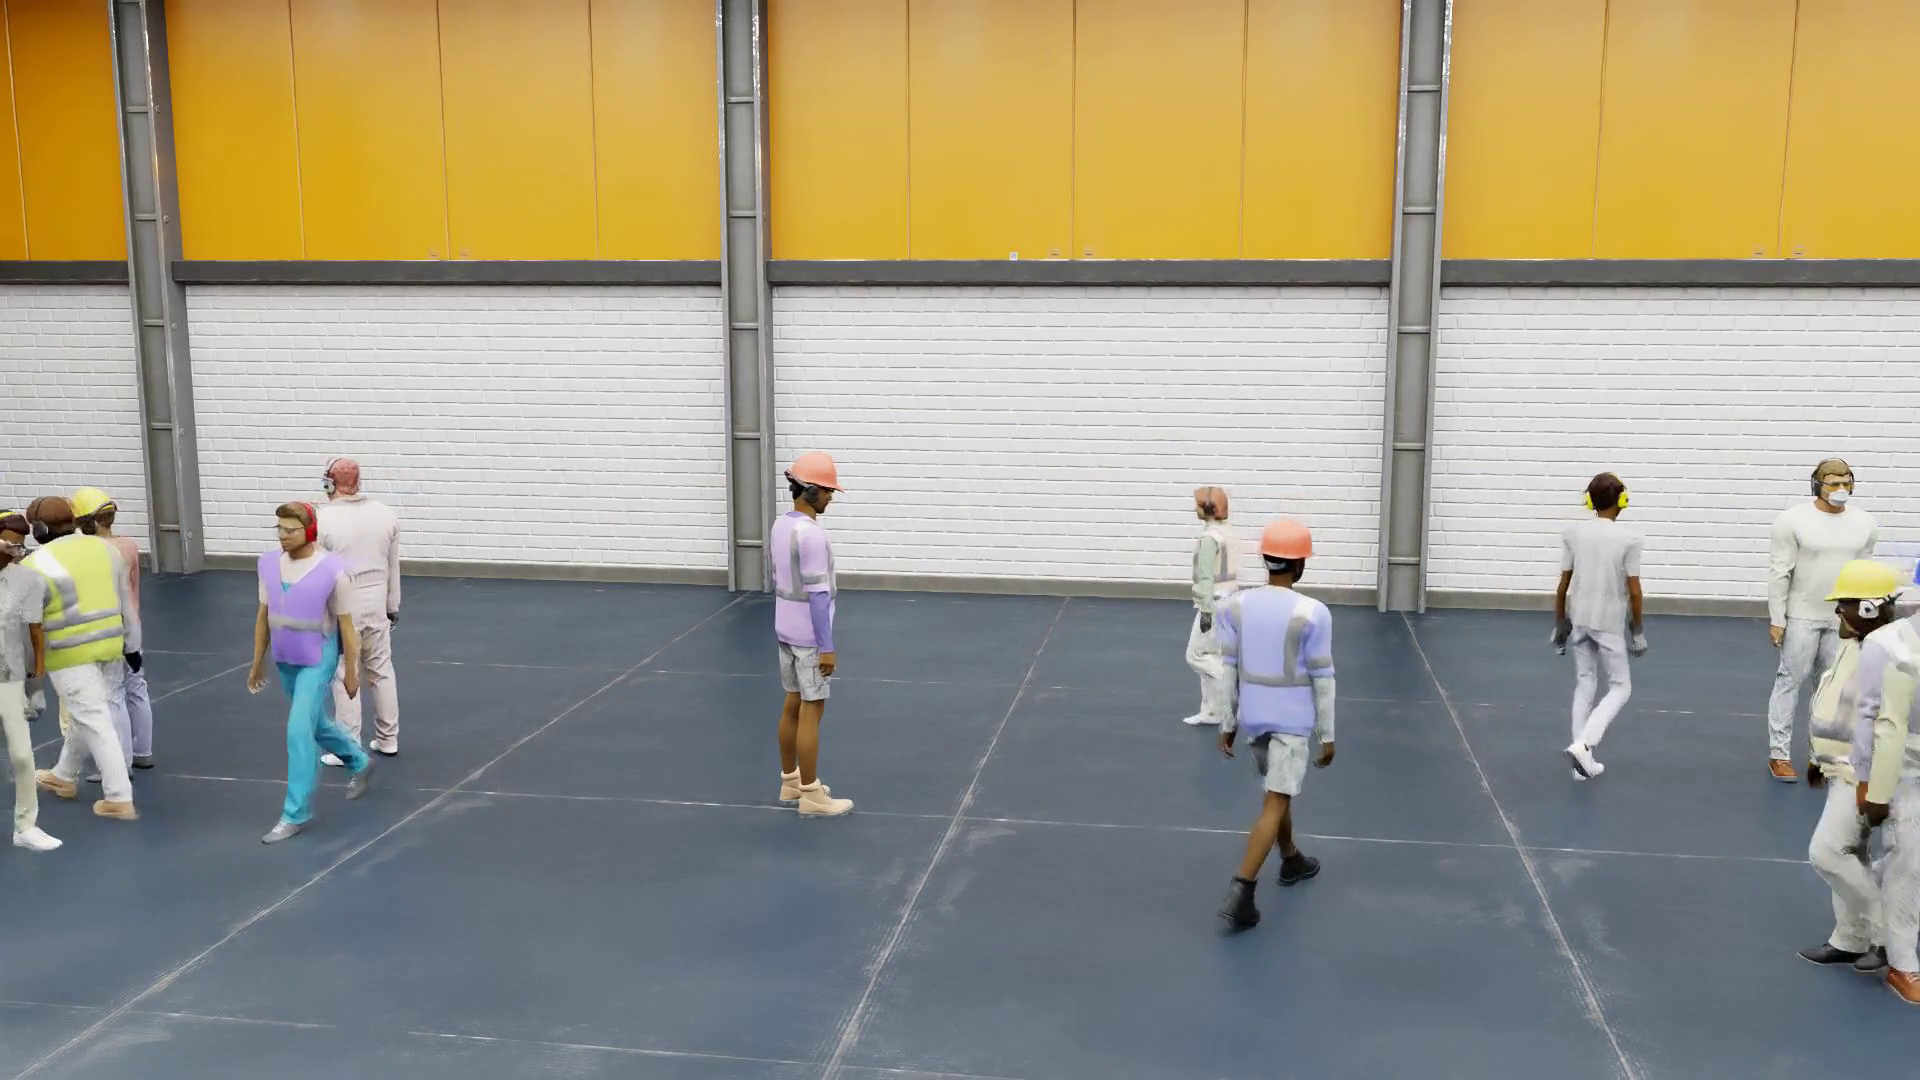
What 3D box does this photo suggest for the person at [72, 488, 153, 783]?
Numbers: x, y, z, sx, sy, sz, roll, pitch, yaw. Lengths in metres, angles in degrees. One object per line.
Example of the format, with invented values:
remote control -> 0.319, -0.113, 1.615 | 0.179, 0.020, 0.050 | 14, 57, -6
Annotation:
person -> -5.073, 0.563, 9.899 | 0.327, 1.760, 0.523 | 1, 9, 5

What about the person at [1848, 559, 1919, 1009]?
person -> 4.025, 0.941, 7.054 | 0.623, 1.924, 0.739 | -1, 9, -6

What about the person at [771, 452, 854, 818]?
person -> -0.830, 0.524, 9.288 | 0.391, 2.034, 0.605 | -4, 10, -26

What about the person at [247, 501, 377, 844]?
person -> -3.550, 0.661, 9.142 | 0.577, 1.815, 0.918 | 4, 10, 25

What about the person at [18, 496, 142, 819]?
person -> -4.996, 0.649, 9.241 | 0.920, 1.793, 0.655 | 3, 10, 17

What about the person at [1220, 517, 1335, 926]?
person -> 1.494, 0.830, 7.869 | 0.553, 1.890, 1.016 | 9, 13, 43

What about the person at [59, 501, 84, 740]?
person -> -5.463, 0.540, 10.416 | 0.279, 1.633, 0.499 | 8, 12, 42

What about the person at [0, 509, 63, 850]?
person -> -5.050, 0.751, 8.541 | 0.684, 1.832, 0.339 | -3, 10, -17

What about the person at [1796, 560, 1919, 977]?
person -> 3.854, 0.985, 7.144 | 0.416, 1.809, 0.599 | 3, 10, 17

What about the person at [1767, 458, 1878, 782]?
person -> 5.108, 0.476, 9.879 | 0.628, 1.940, 0.373 | 0, 9, -2

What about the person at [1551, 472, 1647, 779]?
person -> 3.739, 0.530, 9.839 | 0.512, 1.842, 0.524 | -7, 12, -38

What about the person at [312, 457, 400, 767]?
person -> -3.745, 0.437, 10.222 | 0.403, 1.904, 0.651 | 6, 11, 33

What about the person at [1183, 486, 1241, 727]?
person -> 1.710, 0.453, 10.955 | 0.429, 1.624, 0.542 | 3, 10, 20
